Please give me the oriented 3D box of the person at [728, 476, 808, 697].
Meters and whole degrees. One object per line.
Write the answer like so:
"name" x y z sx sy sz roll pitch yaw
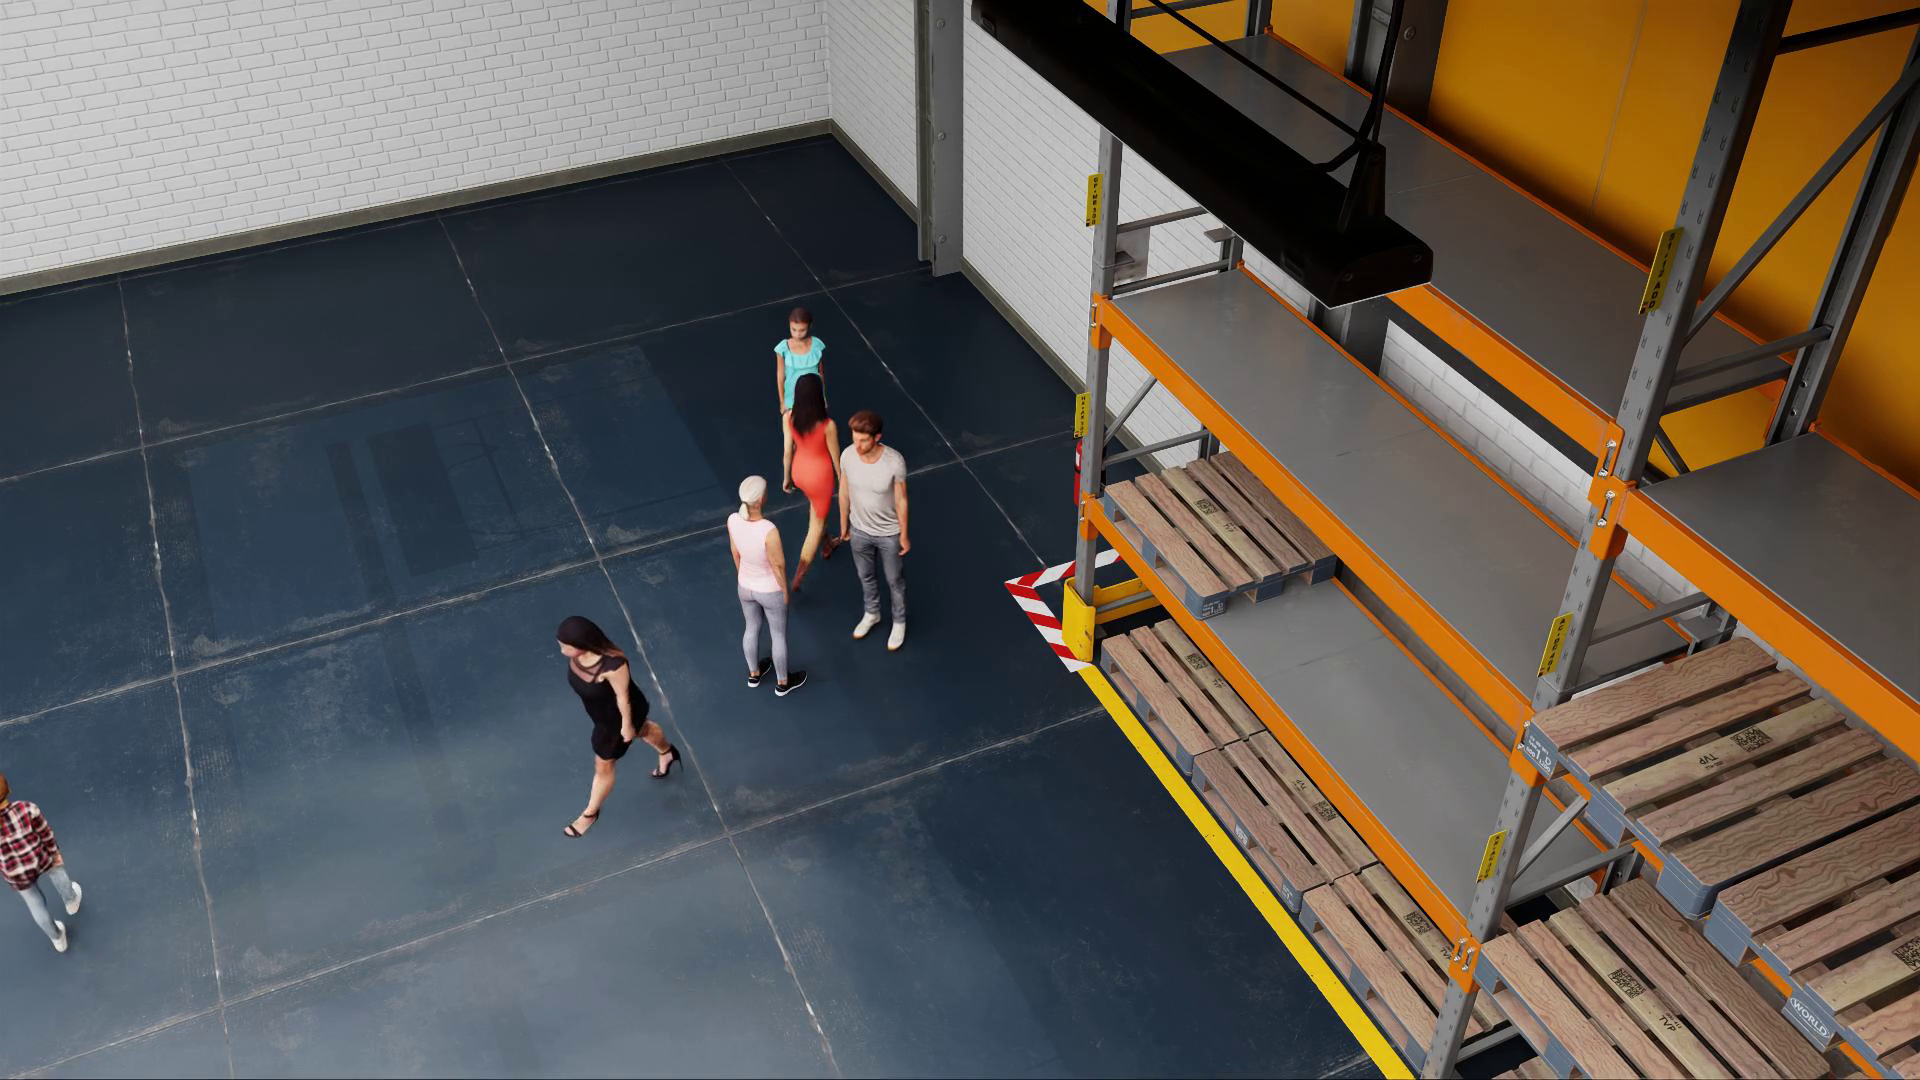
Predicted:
"person" -1.301 0.305 10.902 0.634 1.723 0.711 19 42 22

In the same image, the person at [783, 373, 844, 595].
"person" -1.063 -0.375 11.776 1.087 1.695 1.111 14 41 17

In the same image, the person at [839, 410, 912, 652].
"person" -0.559 -0.099 11.277 0.755 1.886 0.811 12 40 15

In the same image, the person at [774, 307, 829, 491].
"person" -1.216 -1.117 12.815 0.575 1.558 0.572 -10 40 -13

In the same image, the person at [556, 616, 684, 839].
"person" -1.998 1.029 10.067 0.895 1.634 1.129 -24 45 -27

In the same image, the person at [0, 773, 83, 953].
"person" -5.242 1.835 9.333 0.567 1.290 0.703 -22 43 -25
